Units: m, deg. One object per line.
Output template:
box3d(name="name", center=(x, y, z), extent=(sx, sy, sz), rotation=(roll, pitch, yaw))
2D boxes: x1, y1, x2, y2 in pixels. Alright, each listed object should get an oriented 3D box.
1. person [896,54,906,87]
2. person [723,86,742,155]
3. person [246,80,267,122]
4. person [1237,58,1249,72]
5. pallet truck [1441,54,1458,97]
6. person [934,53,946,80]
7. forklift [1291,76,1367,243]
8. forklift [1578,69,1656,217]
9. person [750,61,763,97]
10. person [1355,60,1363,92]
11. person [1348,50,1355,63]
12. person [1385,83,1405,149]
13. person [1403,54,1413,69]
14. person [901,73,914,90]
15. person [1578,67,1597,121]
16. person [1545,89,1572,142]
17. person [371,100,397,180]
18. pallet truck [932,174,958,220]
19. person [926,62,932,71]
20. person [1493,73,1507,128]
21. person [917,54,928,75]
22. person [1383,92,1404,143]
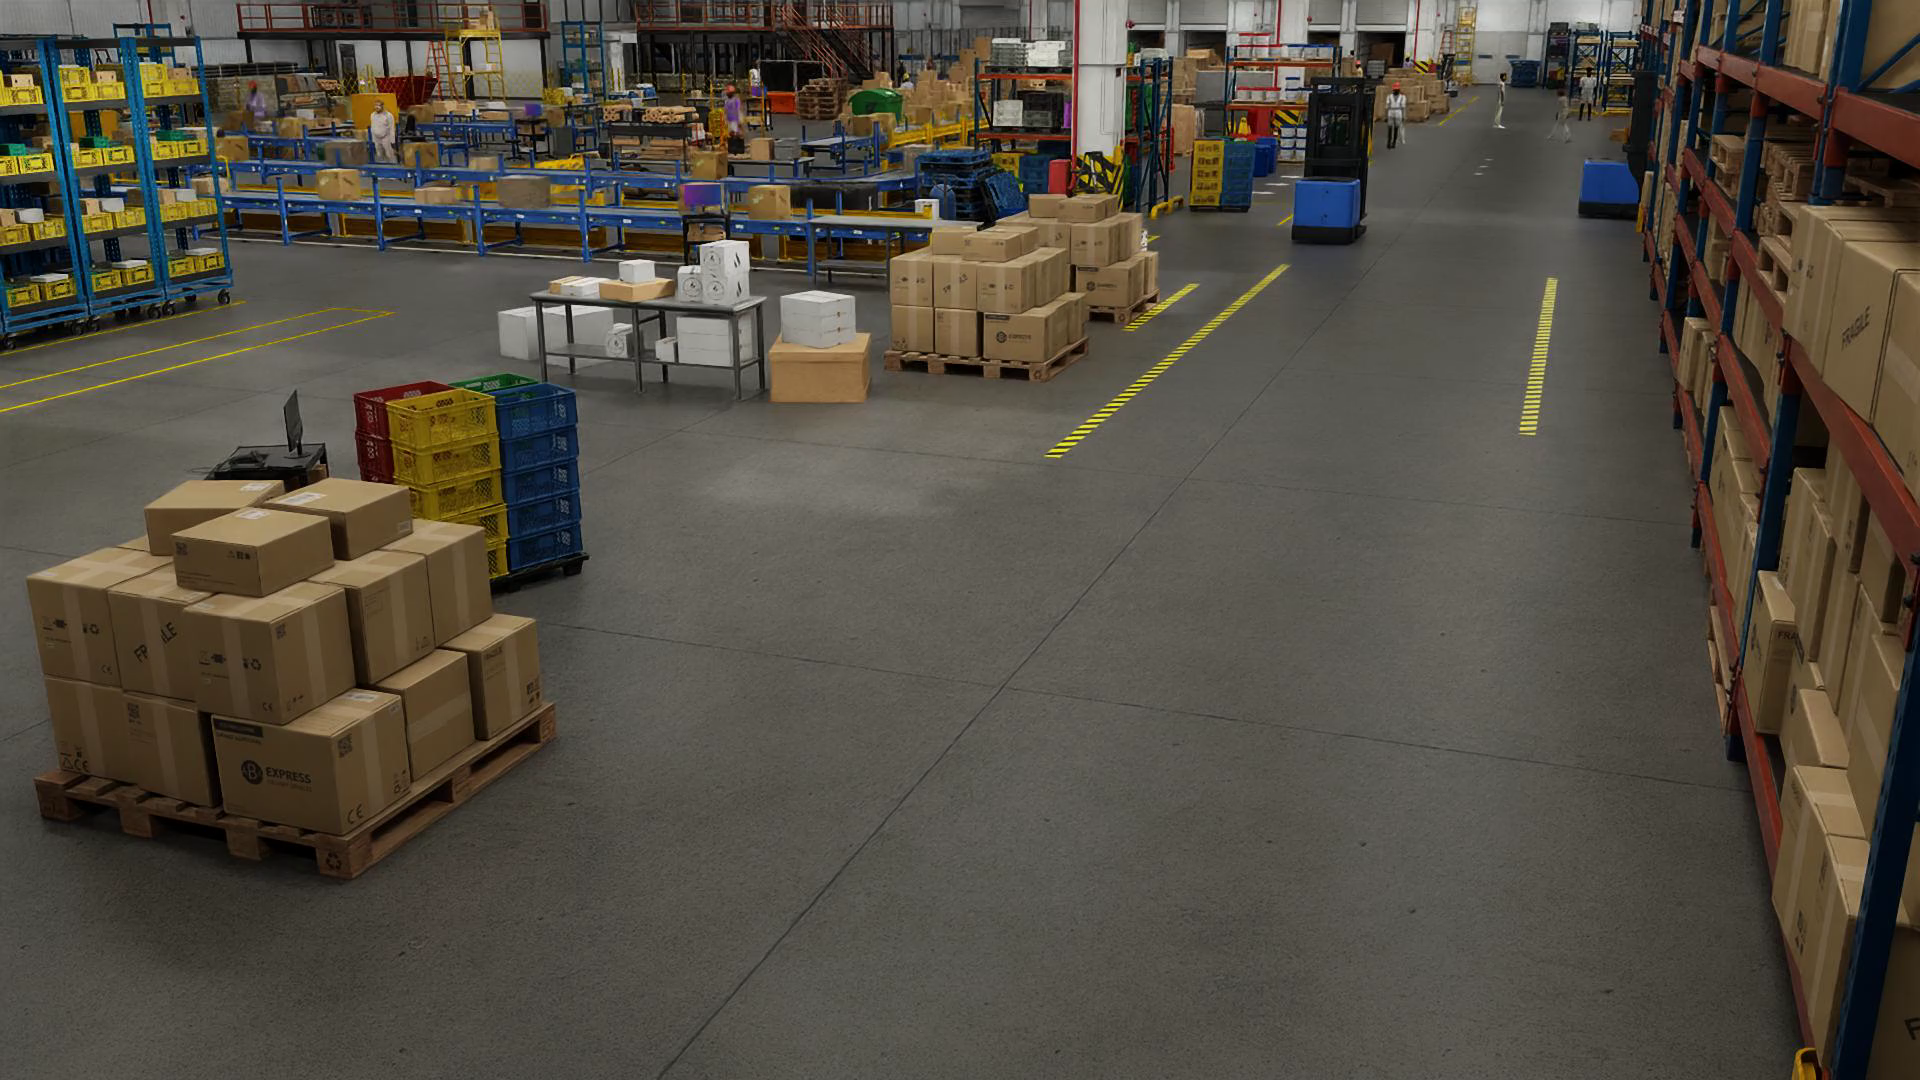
box3d(name="person", center=(-2.931, -23.188, 82.702), extent=(0.506, 1.843, 0.346), rotation=(-4, 18, -11))
box3d(name="person", center=(-6.427, -11.771, 46.706), extent=(0.562, 1.916, 0.519), rotation=(13, 22, 36))
box3d(name="person", center=(-20.694, -12.519, 48.963), extent=(0.621, 1.989, 1.074), rotation=(11, 20, 30))
box3d(name="person", center=(12.615, -20.794, 74.855), extent=(0.689, 2.000, 0.537), rotation=(13, 22, 34))
box3d(name="pallet truck", center=(22.765, -21.886, 78.355), extent=(0.823, 1.965, 1.885), rotation=(-4, 18, -14))
box3d(name="person", center=(-1.010, -23.402, 83.256), extent=(0.599, 1.905, 0.534), rotation=(4, 18, 13))
box3d(name="forklift", center=(6.598, -6.755, 29.381), extent=(1.129, 2.768, 1.873), rotation=(6, 19, 19))
box3d(name="forklift", center=(13.219, -7.740, 32.475), extent=(1.873, 2.768, 1.129), rotation=(6, 19, 18))
box3d(name="person", center=(-8.559, -19.168, 69.999), extent=(0.572, 1.886, 0.355), rotation=(-7, 19, -21))
box3d(name="person", center=(16.706, -19.167, 69.910), extent=(0.356, 1.938, 0.544), rotation=(8, 19, 23))
box3d(name="person", center=(21.603, -26.094, 91.830), extent=(0.429, 1.843, 0.633), rotation=(-1, 18, -3))
box3d(name="person", center=(12.792, -12.467, 48.939), extent=(0.565, 1.882, 0.975), rotation=(5, 18, 16))
box3d(name="person", center=(21.657, -22.554, 80.570), extent=(0.388, 1.927, 0.589), rotation=(-12, 21, -32))
box3d(name="person", center=(-1.870, -15.364, 58.128), extent=(0.404, 1.834, 0.591), rotation=(17, 24, 42))
box3d(name="person", center=(23.101, -16.424, 61.271), extent=(0.604, 1.956, 0.398), rotation=(6, 19, 19))
box3d(name="person", center=(18.691, -13.191, 51.684), extent=(0.878, 1.591, 0.543), rotation=(10, 20, 30))
box3d(name="person", center=(-13.841, -9.587, 39.887), extent=(0.644, 1.899, 0.396), rotation=(6, 19, 19))
box3d(name="pallet truck", center=(-0.507, -5.292, 27.348), extent=(0.653, 1.274, 1.630), rotation=(6, 19, 19))
box3d(name="person", center=(-1.220, -18.302, 67.186), extent=(0.625, 1.938, 1.027), rotation=(-5, 18, -17))
box3d(name="person", center=(18.774, -15.244, 57.698), extent=(0.318, 1.868, 0.531), rotation=(0, 18, 1))
box3d(name="person", center=(-1.891, -23.359, 83.205), extent=(0.583, 1.871, 0.508), rotation=(5, 18, 15))
box3d(name="person", center=(13.378, -13.025, 51.173), extent=(0.555, 1.586, 0.766), rotation=(-16, 24, -41))
